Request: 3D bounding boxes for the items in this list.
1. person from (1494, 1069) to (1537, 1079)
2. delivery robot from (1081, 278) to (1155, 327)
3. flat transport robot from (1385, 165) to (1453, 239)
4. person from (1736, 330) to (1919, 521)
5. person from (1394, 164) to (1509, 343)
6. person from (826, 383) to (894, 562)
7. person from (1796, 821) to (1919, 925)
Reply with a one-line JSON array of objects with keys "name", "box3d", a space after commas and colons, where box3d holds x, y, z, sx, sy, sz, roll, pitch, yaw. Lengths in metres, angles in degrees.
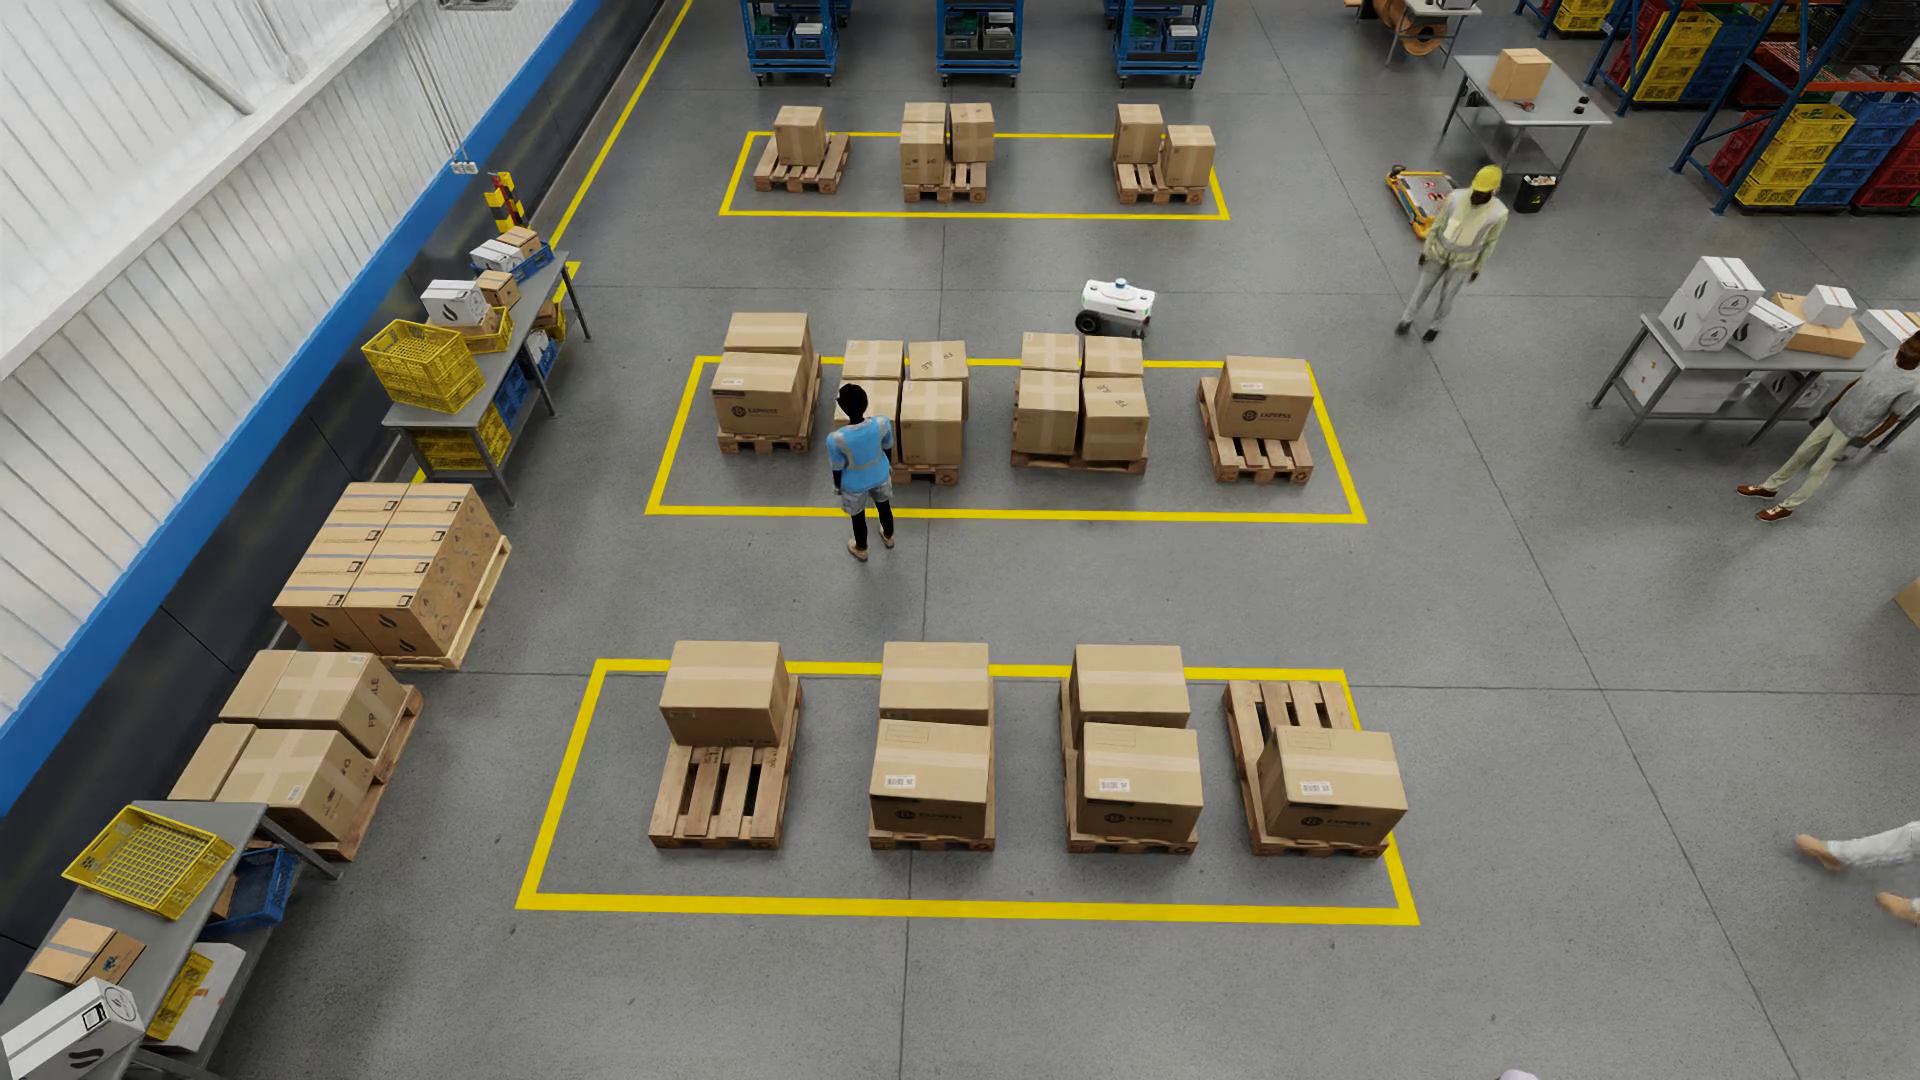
[{"name": "person", "box3d": [2.285, 2.782, 4.029, 0.393, 1.915, 0.587, 7, 49, 6]}, {"name": "delivery robot", "box3d": [1.616, -2.445, 9.385, 0.707, 0.478, 0.477, 15, 51, 12]}, {"name": "flat transport robot", "box3d": [5.692, -4.094, 11.059, 0.652, 0.197, 1.431, 1, 49, 1]}, {"name": "person", "box3d": [6.970, -0.898, 7.240, 0.328, 1.876, 0.508, 1, 49, 1]}, {"name": "person", "box3d": [4.779, -2.763, 8.884, 0.599, 1.827, 0.404, 34, 57, 26]}, {"name": "person", "box3d": [-0.736, -0.490, 7.003, 0.534, 1.694, 0.319, -24, 53, -20]}, {"name": "person", "box3d": [5.657, 1.611, 5.108, 0.864, 1.804, 0.632, 20, 52, 17]}]
